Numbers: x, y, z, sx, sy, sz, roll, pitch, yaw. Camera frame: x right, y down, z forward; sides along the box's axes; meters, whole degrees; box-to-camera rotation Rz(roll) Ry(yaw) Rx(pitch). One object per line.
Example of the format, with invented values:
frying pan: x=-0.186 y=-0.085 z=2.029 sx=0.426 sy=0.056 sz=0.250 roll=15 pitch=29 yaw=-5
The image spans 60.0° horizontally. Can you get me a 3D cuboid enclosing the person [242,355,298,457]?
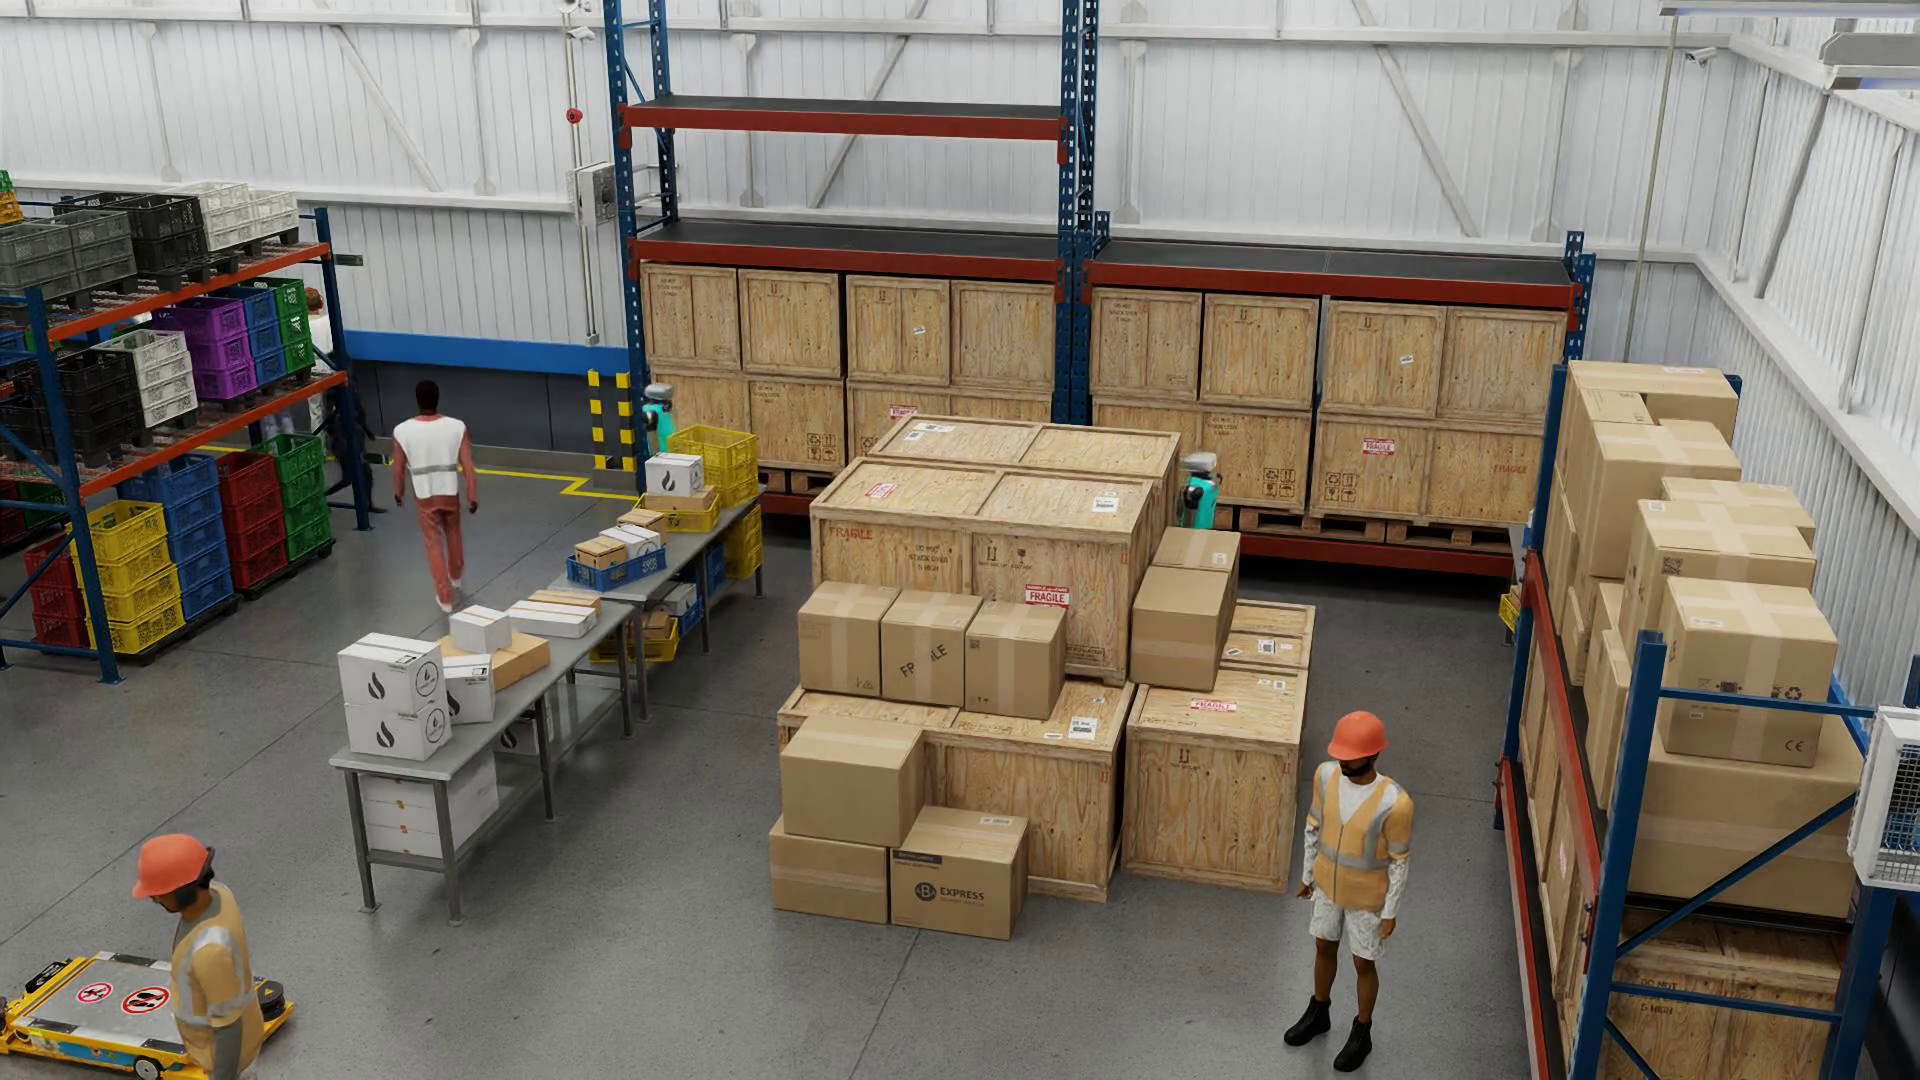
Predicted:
person: x=-7.119 y=-1.548 z=17.043 sx=0.584 sy=1.720 sz=0.628 roll=-10 pitch=23 yaw=-24

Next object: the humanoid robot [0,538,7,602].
humanoid robot: x=-8.176 y=-0.172 z=13.540 sx=0.601 sy=1.644 sz=0.544 roll=10 pitch=23 yaw=24

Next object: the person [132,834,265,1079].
person: x=-3.136 y=2.128 z=7.012 sx=0.387 sy=2.033 sz=0.604 roll=-9 pitch=23 yaw=-23

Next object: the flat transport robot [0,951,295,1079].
flat transport robot: x=-4.270 y=2.464 z=8.601 sx=1.431 sy=0.231 sz=0.659 roll=5 pitch=22 yaw=13

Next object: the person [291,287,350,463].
person: x=-6.624 y=-1.699 z=17.279 sx=0.569 sy=1.846 sz=0.383 roll=-5 pitch=22 yaw=-13

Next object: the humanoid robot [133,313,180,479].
humanoid robot: x=-8.066 y=-1.428 z=16.744 sx=0.536 sy=1.817 sz=0.669 roll=-13 pitch=24 yaw=-30

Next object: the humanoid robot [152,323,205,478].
humanoid robot: x=-7.890 y=-1.306 z=16.514 sx=0.772 sy=1.860 sz=0.540 roll=1 pitch=21 yaw=3

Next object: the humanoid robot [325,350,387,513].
humanoid robot: x=-5.865 y=-1.025 z=15.785 sx=0.615 sy=1.638 sz=0.610 roll=3 pitch=21 yaw=9

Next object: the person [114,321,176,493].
person: x=-7.866 y=-1.229 z=16.092 sx=0.642 sy=1.823 sz=0.431 roll=3 pitch=21 yaw=7

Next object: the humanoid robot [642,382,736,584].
humanoid robot: x=-2.214 y=-0.456 z=14.221 sx=0.924 sy=1.794 sz=0.537 roll=2 pitch=21 yaw=6

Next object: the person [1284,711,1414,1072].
person: x=1.911 y=1.721 z=8.207 sx=0.363 sy=1.935 sz=0.551 roll=-19 pitch=28 yaw=-41

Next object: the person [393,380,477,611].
person: x=-4.385 y=-0.411 z=13.871 sx=0.612 sy=1.881 sz=0.894 roll=-10 pitch=23 yaw=-25

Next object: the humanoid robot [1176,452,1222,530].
humanoid robot: x=1.510 y=0.198 z=12.584 sx=0.851 sy=1.858 sz=0.547 roll=11 pitch=23 yaw=26
